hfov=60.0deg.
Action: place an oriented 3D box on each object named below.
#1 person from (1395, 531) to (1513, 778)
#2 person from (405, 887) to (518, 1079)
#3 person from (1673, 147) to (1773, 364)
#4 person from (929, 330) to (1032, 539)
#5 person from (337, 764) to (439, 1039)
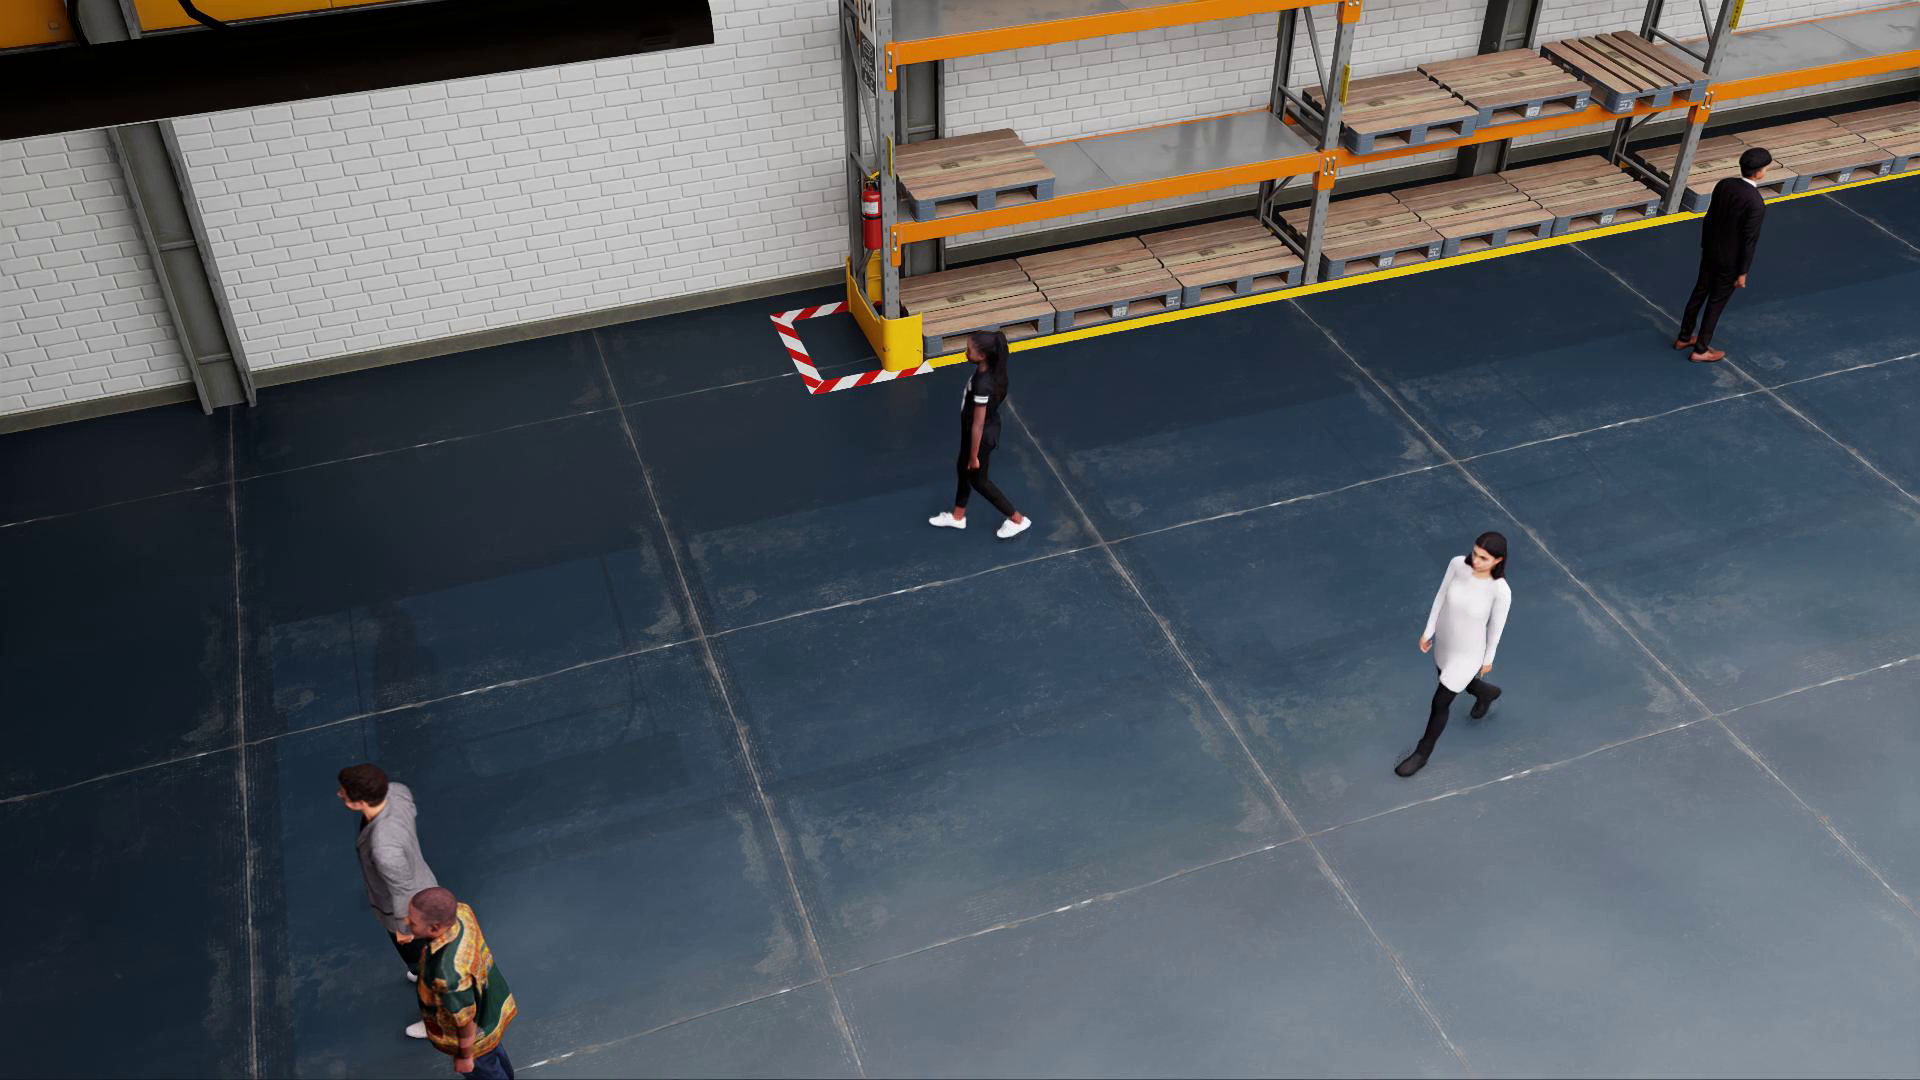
[{"bbox_3d":[3.078,0.623,10.034,1.169,1.782,0.734,-20,43,-24],"label":"person"},{"bbox_3d":[-2.349,2.267,7.956,0.667,1.807,0.708,-9,40,-12],"label":"person"},{"bbox_3d":[6.277,-2.348,13.672,0.529,1.884,0.688,-12,40,-15],"label":"person"},{"bbox_3d":[0.209,-0.710,11.758,1.093,1.713,0.901,4,39,4],"label":"person"},{"bbox_3d":[-2.821,1.815,8.470,0.629,1.871,0.722,-7,39,-9],"label":"person"}]
